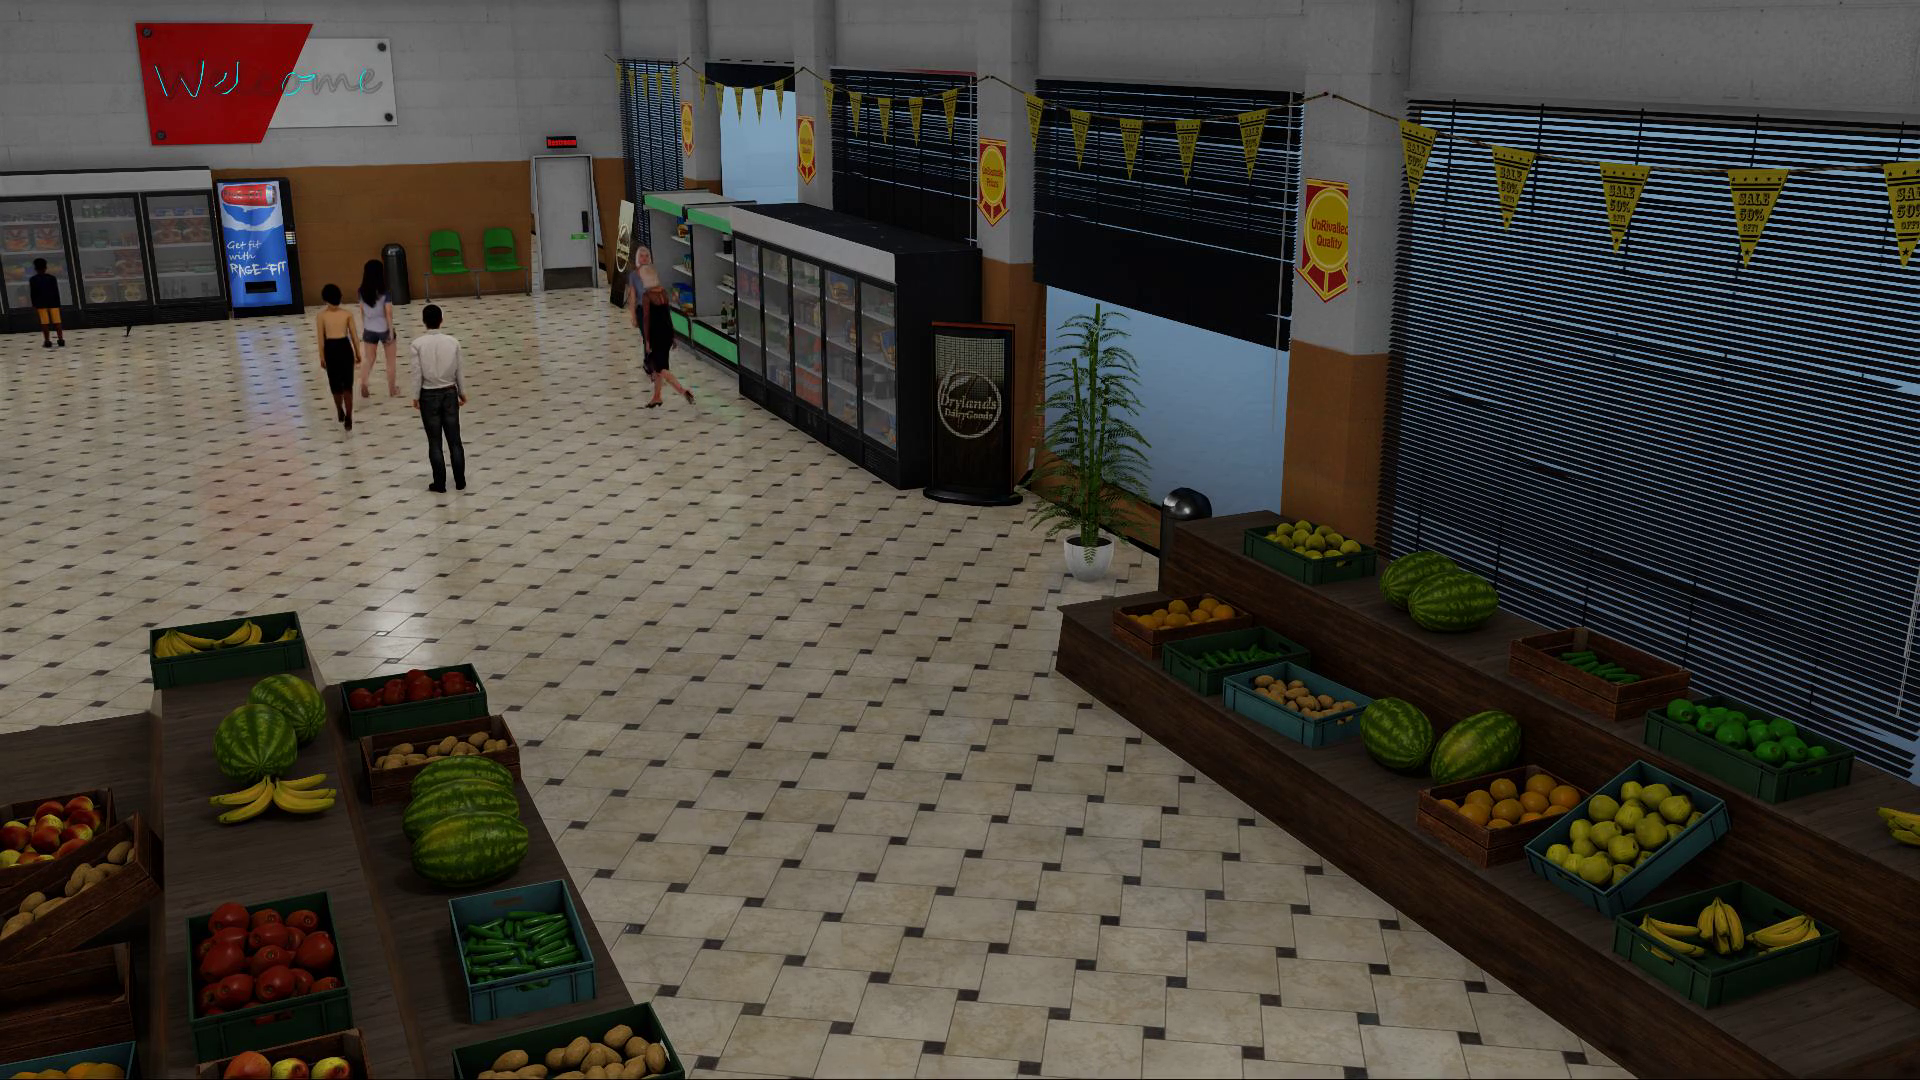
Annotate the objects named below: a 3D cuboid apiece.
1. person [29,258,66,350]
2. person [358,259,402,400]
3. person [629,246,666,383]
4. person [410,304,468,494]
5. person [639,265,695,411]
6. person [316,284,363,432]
[{"bbox_3d":[-12.912,-3.350,23.522,0.557,1.265,0.574,-12,21,-34],"label":"person"},{"bbox_3d":[-7.053,-2.506,20.018,0.894,1.686,1.062,2,17,6],"label":"person"},{"bbox_3d":[-3.998,-2.884,21.268,0.641,1.683,1.124,-10,19,-29],"label":"person"},{"bbox_3d":[-5.029,-1.369,16.059,0.689,1.810,0.569,-10,20,-29],"label":"person"},{"bbox_3d":[-3.415,-2.304,19.313,1.092,1.710,0.988,9,19,27],"label":"person"},{"bbox_3d":[-6.854,-1.971,18.382,0.622,1.613,1.017,-7,18,-21],"label":"person"}]
